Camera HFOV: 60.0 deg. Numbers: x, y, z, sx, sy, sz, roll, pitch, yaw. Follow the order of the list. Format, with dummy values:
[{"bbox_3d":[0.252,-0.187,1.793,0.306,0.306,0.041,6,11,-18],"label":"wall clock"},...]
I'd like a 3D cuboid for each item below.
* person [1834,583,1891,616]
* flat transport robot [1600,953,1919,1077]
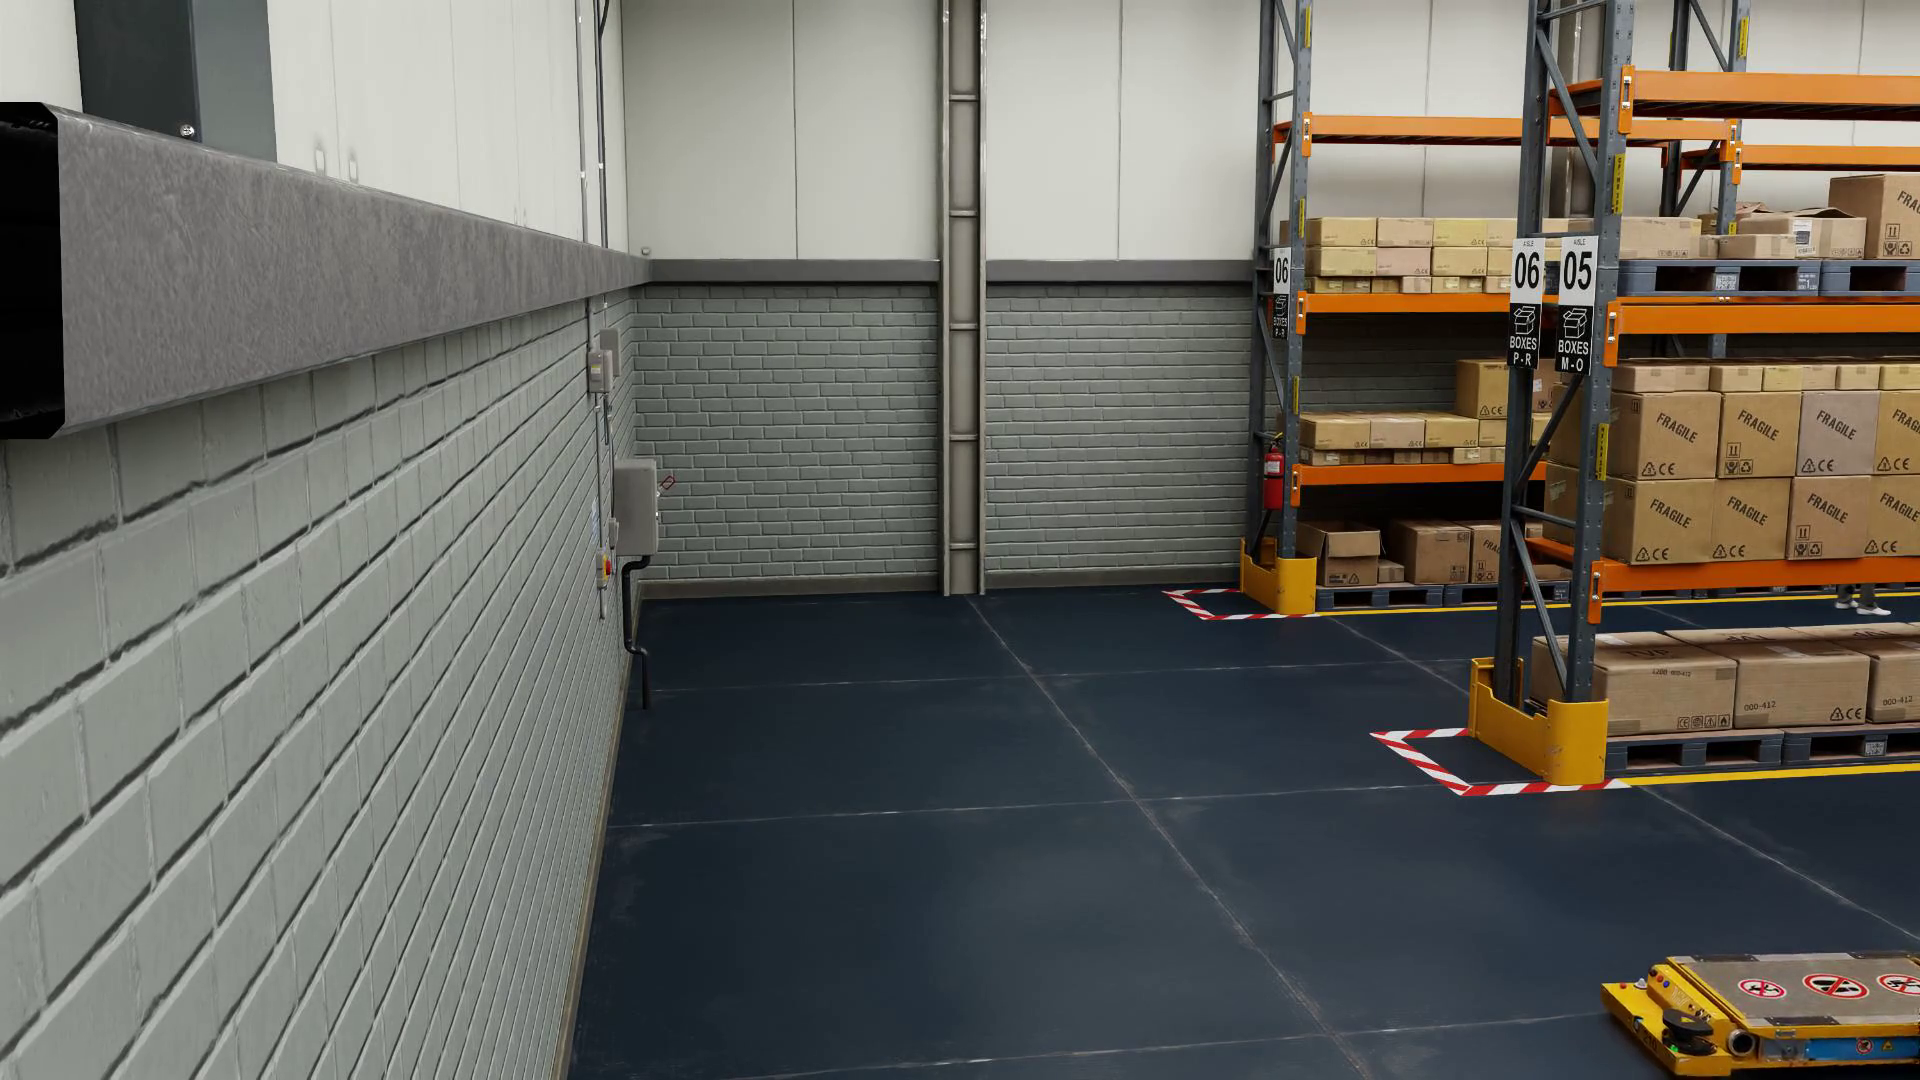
[{"bbox_3d":[8.061,-0.289,14.670,0.404,1.918,0.591,-2,9,-13],"label":"person"},{"bbox_3d":[3.360,1.849,6.537,1.431,0.197,0.652,0,9,-3],"label":"flat transport robot"}]
